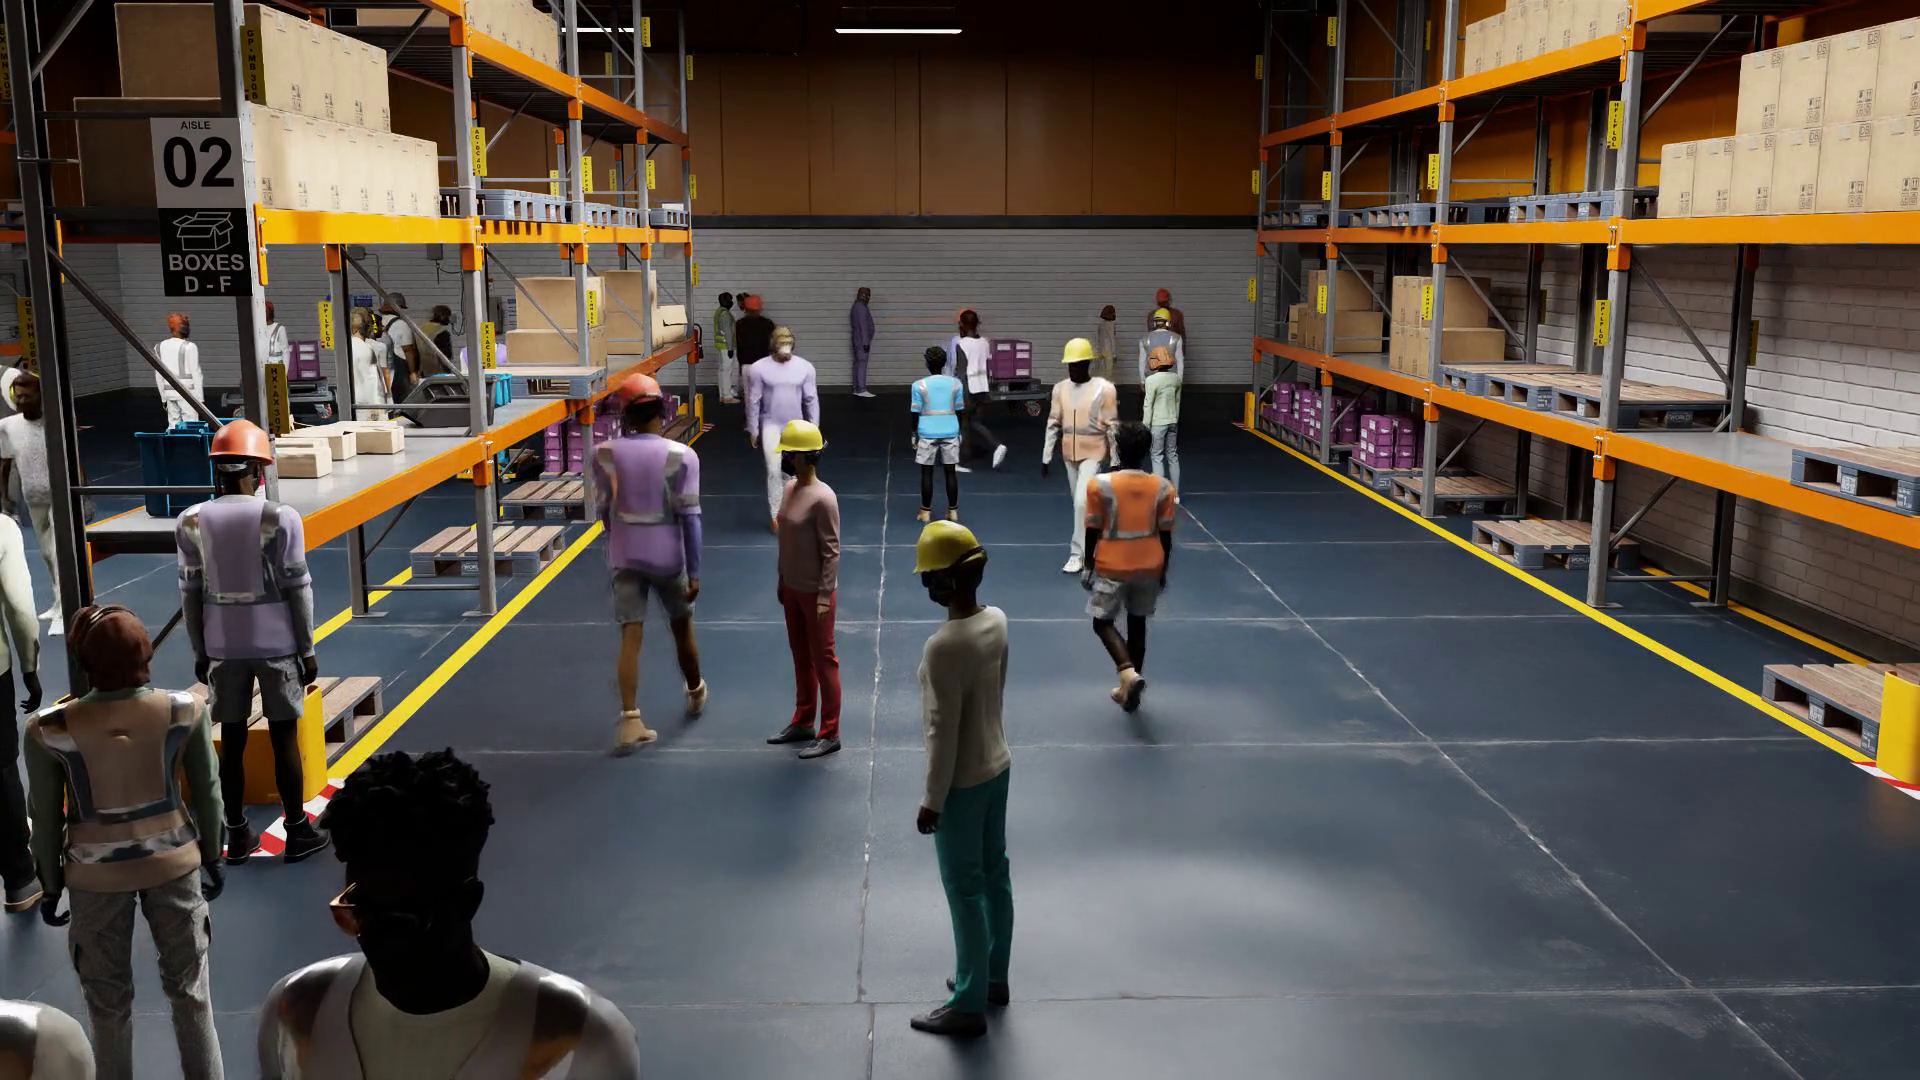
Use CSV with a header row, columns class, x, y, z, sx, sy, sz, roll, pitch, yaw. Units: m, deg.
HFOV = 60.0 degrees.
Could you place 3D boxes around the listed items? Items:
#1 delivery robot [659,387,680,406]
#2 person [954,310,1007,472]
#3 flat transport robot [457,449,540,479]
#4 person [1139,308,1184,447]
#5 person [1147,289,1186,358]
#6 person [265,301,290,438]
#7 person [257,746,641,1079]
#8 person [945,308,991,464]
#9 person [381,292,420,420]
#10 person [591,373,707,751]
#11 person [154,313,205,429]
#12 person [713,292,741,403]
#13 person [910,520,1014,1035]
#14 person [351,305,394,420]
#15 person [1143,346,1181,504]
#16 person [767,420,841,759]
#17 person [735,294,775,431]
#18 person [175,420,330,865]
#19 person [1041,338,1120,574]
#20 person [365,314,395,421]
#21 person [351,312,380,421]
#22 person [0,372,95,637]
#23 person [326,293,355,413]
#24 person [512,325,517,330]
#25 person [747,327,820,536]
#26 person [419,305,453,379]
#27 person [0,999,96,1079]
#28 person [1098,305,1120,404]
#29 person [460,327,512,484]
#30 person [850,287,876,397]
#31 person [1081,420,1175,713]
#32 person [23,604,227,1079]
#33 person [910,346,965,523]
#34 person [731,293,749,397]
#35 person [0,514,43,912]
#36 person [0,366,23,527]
class,x,y,z,sx,sy,sz,roll,pitch,yaw
delivery robot,-4.443,-1.996,24.344,0.477,0.478,0.707,8,13,38
person,0.161,-1.714,19.298,0.648,1.901,0.592,6,12,31
flat transport robot,-5.333,-0.894,19.256,0.652,0.197,1.431,-1,10,-3
person,2.630,-2.104,21.679,0.588,1.822,0.403,3,11,15
person,3.367,-3.119,27.050,0.619,1.939,0.855,2,10,11
person,-9.315,-2.288,22.524,0.573,1.887,0.359,6,12,29
person,-0.769,1.259,2.536,0.607,1.966,0.373,2,10,9
person,0.061,-1.856,20.153,0.565,1.888,1.020,8,13,39
person,-7.350,-2.240,21.826,0.691,2.000,0.567,5,11,26
person,-1.677,0.098,9.017,0.602,1.983,1.028,0,10,2
person,-8.736,-1.597,18.682,0.579,1.881,0.342,3,11,18
person,-3.876,-3.201,27.726,0.429,1.846,0.633,-4,11,-21
person,-0.006,0.804,5.660,0.335,1.759,0.523,5,11,25
person,-7.027,-1.825,19.819,0.627,1.934,0.371,4,11,19
person,2.055,-1.157,16.961,0.497,1.626,0.288,-9,14,-41
person,-0.813,0.253,8.700,0.315,1.770,0.524,-7,12,-33
person,-2.890,-2.560,23.855,0.618,1.955,0.853,2,10,11
person,-3.042,0.447,7.170,0.543,1.928,0.370,-1,10,-3
person,0.921,-0.670,13.456,0.626,1.895,0.794,8,13,38
person,-6.671,-1.636,18.957,0.519,1.865,0.335,4,11,22
person,-6.361,-1.448,17.703,0.354,1.936,0.635,-9,14,-42
person,-6.369,-0.275,11.586,0.550,1.810,0.833,-2,10,-9
person,-9.455,-2.902,25.909,0.761,1.895,0.675,3,11,18
person,-6.299,-2.592,24.547,0.608,1.787,0.912,2,10,11
person,-1.590,-0.986,15.234,0.642,1.903,0.879,-4,11,-19
person,-7.239,-2.343,23.032,0.440,1.822,0.661,-8,13,-39
person,-1.488,1.287,2.250,0.625,2.013,0.725,-3,11,-15
person,2.455,-3.067,27.570,0.284,1.633,0.497,-5,11,-24
person,-5.226,-1.528,18.434,0.561,1.836,0.378,-3,11,-19
person,-1.677,-3.428,28.840,0.403,1.902,0.637,-3,11,-16
person,0.971,0.166,9.408,0.544,1.681,0.566,-3,11,-15
person,-2.438,0.994,4.911,0.522,1.645,0.306,-7,12,-33
person,-0.213,-0.997,15.885,0.542,1.696,0.318,-3,11,-15
person,-3.627,-3.331,28.564,0.971,1.807,0.523,1,10,3
person,-3.982,0.518,6.587,0.625,1.992,0.388,-4,11,-20
person,-9.095,-1.024,15.746,0.524,1.806,0.934,-5,11,-24
